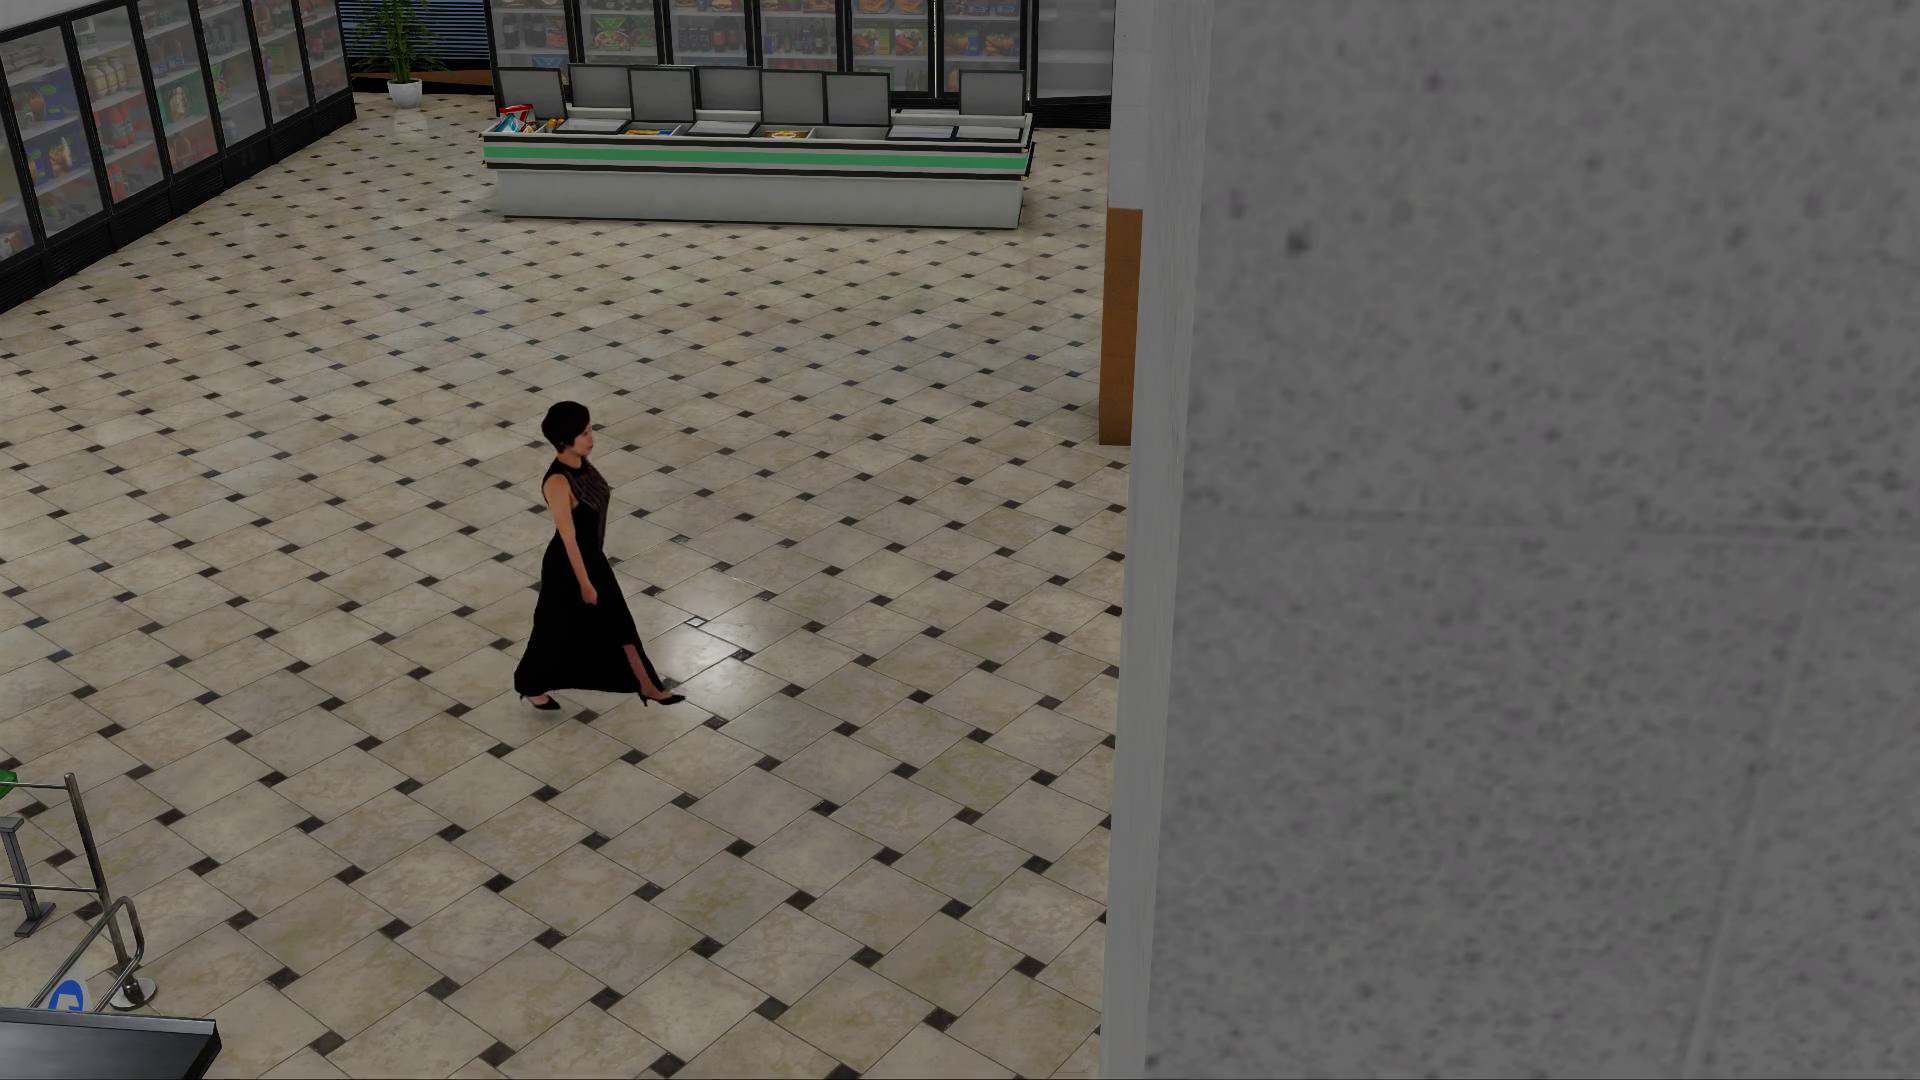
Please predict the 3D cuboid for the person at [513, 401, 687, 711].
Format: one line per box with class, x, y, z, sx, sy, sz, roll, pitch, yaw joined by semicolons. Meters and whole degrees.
person;-1.827;0.135;7.577;1.038;1.552;0.623;4;27;8
